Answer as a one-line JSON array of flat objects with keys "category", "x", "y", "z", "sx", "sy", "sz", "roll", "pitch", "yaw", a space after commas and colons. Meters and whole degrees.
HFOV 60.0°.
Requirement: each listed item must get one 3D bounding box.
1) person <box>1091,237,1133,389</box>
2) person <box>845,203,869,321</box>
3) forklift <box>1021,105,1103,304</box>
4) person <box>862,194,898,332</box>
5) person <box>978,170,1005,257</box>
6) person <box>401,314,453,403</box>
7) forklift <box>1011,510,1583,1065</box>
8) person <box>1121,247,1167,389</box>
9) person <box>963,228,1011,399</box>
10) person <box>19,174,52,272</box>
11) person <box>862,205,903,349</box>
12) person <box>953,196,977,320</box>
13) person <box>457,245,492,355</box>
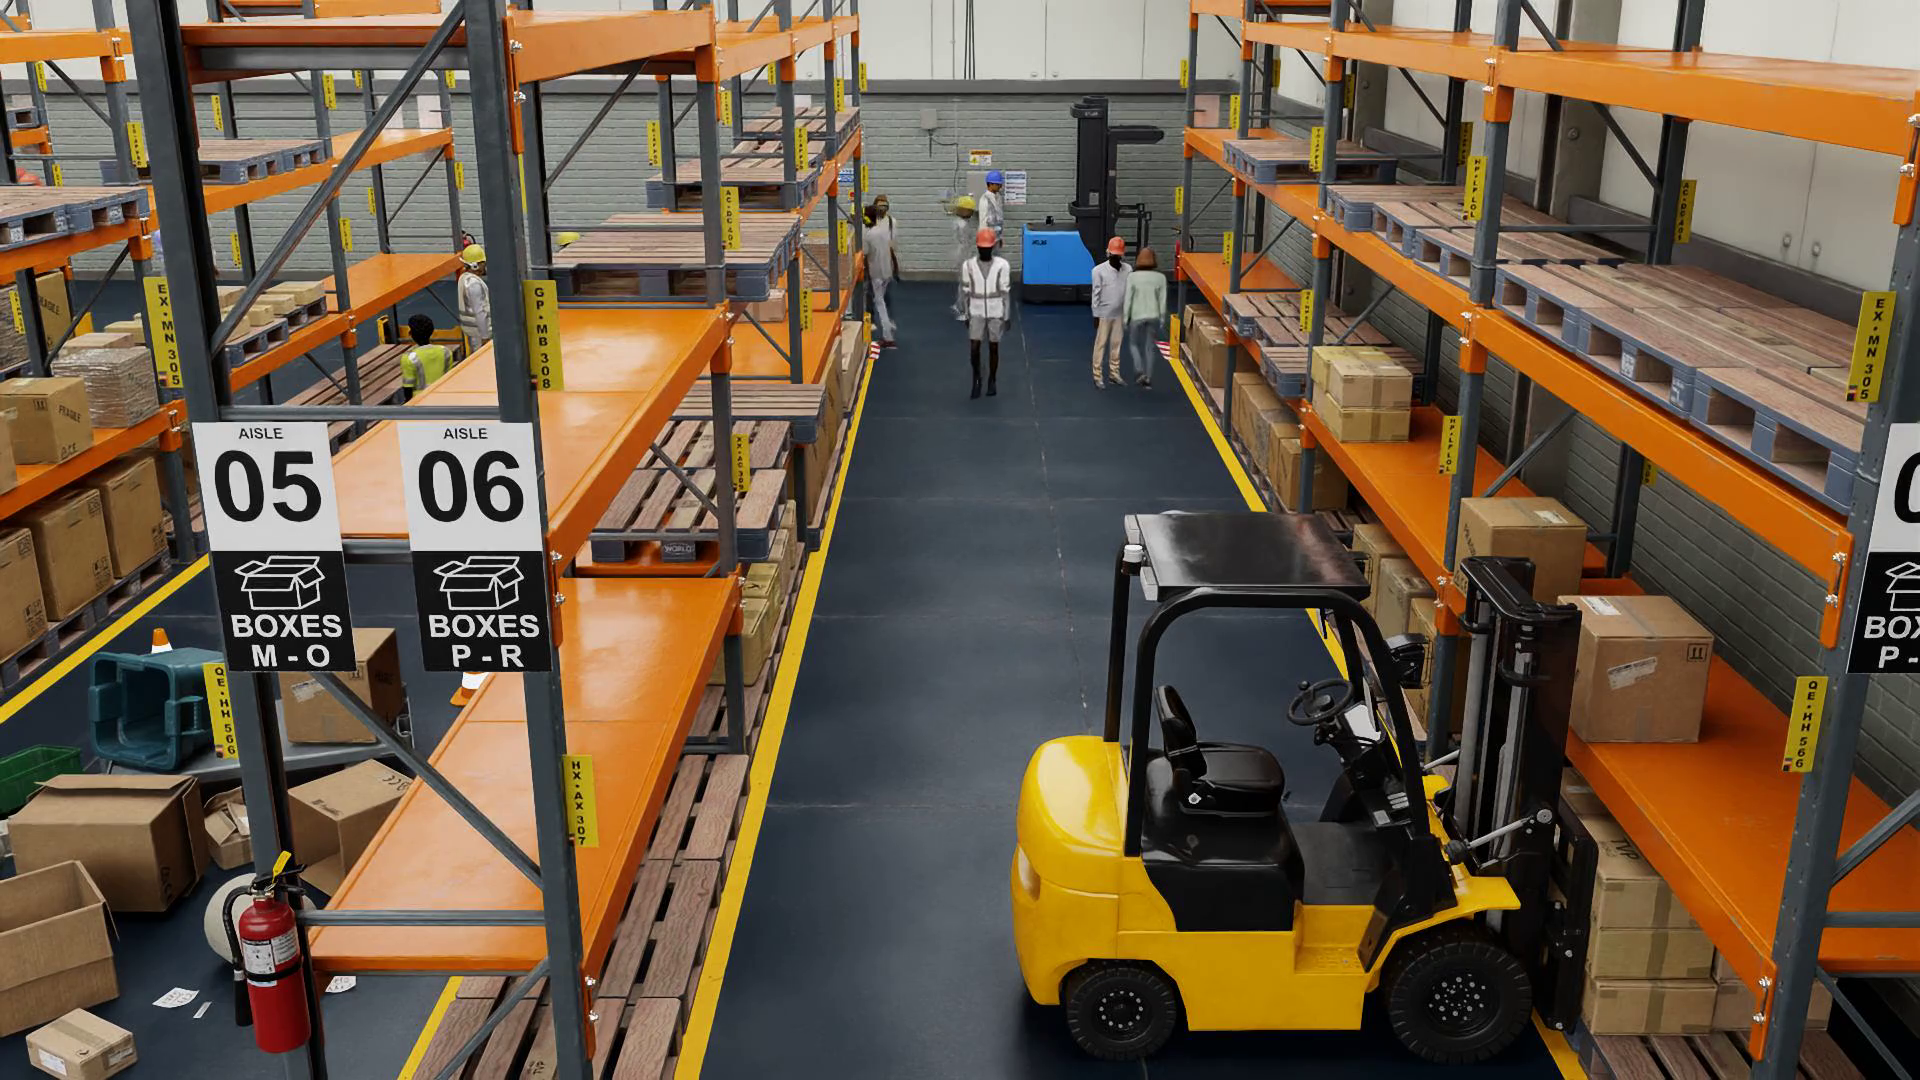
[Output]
[{"category": "person", "x": 1.770, "y": -2.627, "z": 19.207, "sx": 0.564, "sy": 1.747, "sz": 0.339, "roll": -10, "pitch": 21, "yaw": -28}, {"category": "person", "x": -1.362, "y": -3.680, "z": 22.417, "sx": 0.485, "sy": 1.736, "sz": 0.321, "roll": -4, "pitch": 19, "yaw": -11}, {"category": "forklift", "x": 1.857, "y": -4.944, "z": 24.441, "sx": 1.873, "sy": 2.768, "sz": 1.129, "roll": 0, "pitch": 18, "yaw": 0}, {"category": "person", "x": -1.077, "y": -3.722, "z": 22.381, "sx": 0.508, "sy": 1.839, "sz": 0.338, "roll": -8, "pitch": 20, "yaw": -22}, {"category": "person", "x": 0.461, "y": -4.445, "z": 24.416, "sx": 0.411, "sy": 1.940, "sz": 0.602, "roll": 7, "pitch": 20, "yaw": 21}, {"category": "person", "x": -4.754, "y": -1.185, "z": 14.944, "sx": 0.319, "sy": 1.692, "sz": 0.536, "roll": 13, "pitch": 22, "yaw": 34}, {"category": "forklift", "x": 1.387, "y": 1.055, "z": 7.378, "sx": 2.313, "sy": 2.155, "sz": 1.214, "roll": 0, "pitch": 18, "yaw": 0}, {"category": "person", "x": 2.120, "y": -2.552, "z": 19.162, "sx": 0.540, "sy": 1.622, "sz": 0.347, "roll": -5, "pitch": 19, "yaw": -14}, {"category": "person", "x": 0.297, "y": -2.530, "z": 18.663, "sx": 0.560, "sy": 1.914, "sz": 0.683, "roll": 1, "pitch": 18, "yaw": 5}, {"category": "person", "x": -12.898, "y": -4.113, "z": 23.312, "sx": 0.611, "sy": 1.996, "sz": 0.378, "roll": 14, "pitch": 23, "yaw": 36}, {"category": "person", "x": -1.050, "y": -3.373, "z": 21.325, "sx": 0.570, "sy": 1.832, "sz": 0.603, "roll": 16, "pitch": 24, "yaw": 40}, {"category": "person", "x": 0.104, "y": -3.902, "z": 23.106, "sx": 0.362, "sy": 1.725, "sz": 0.482, "roll": 2, "pitch": 18, "yaw": 7}, {"category": "person", "x": -5.195, "y": -2.276, "z": 18.017, "sx": 0.403, "sy": 1.833, "sz": 0.586, "roll": -10, "pitch": 21, "yaw": -27}]
